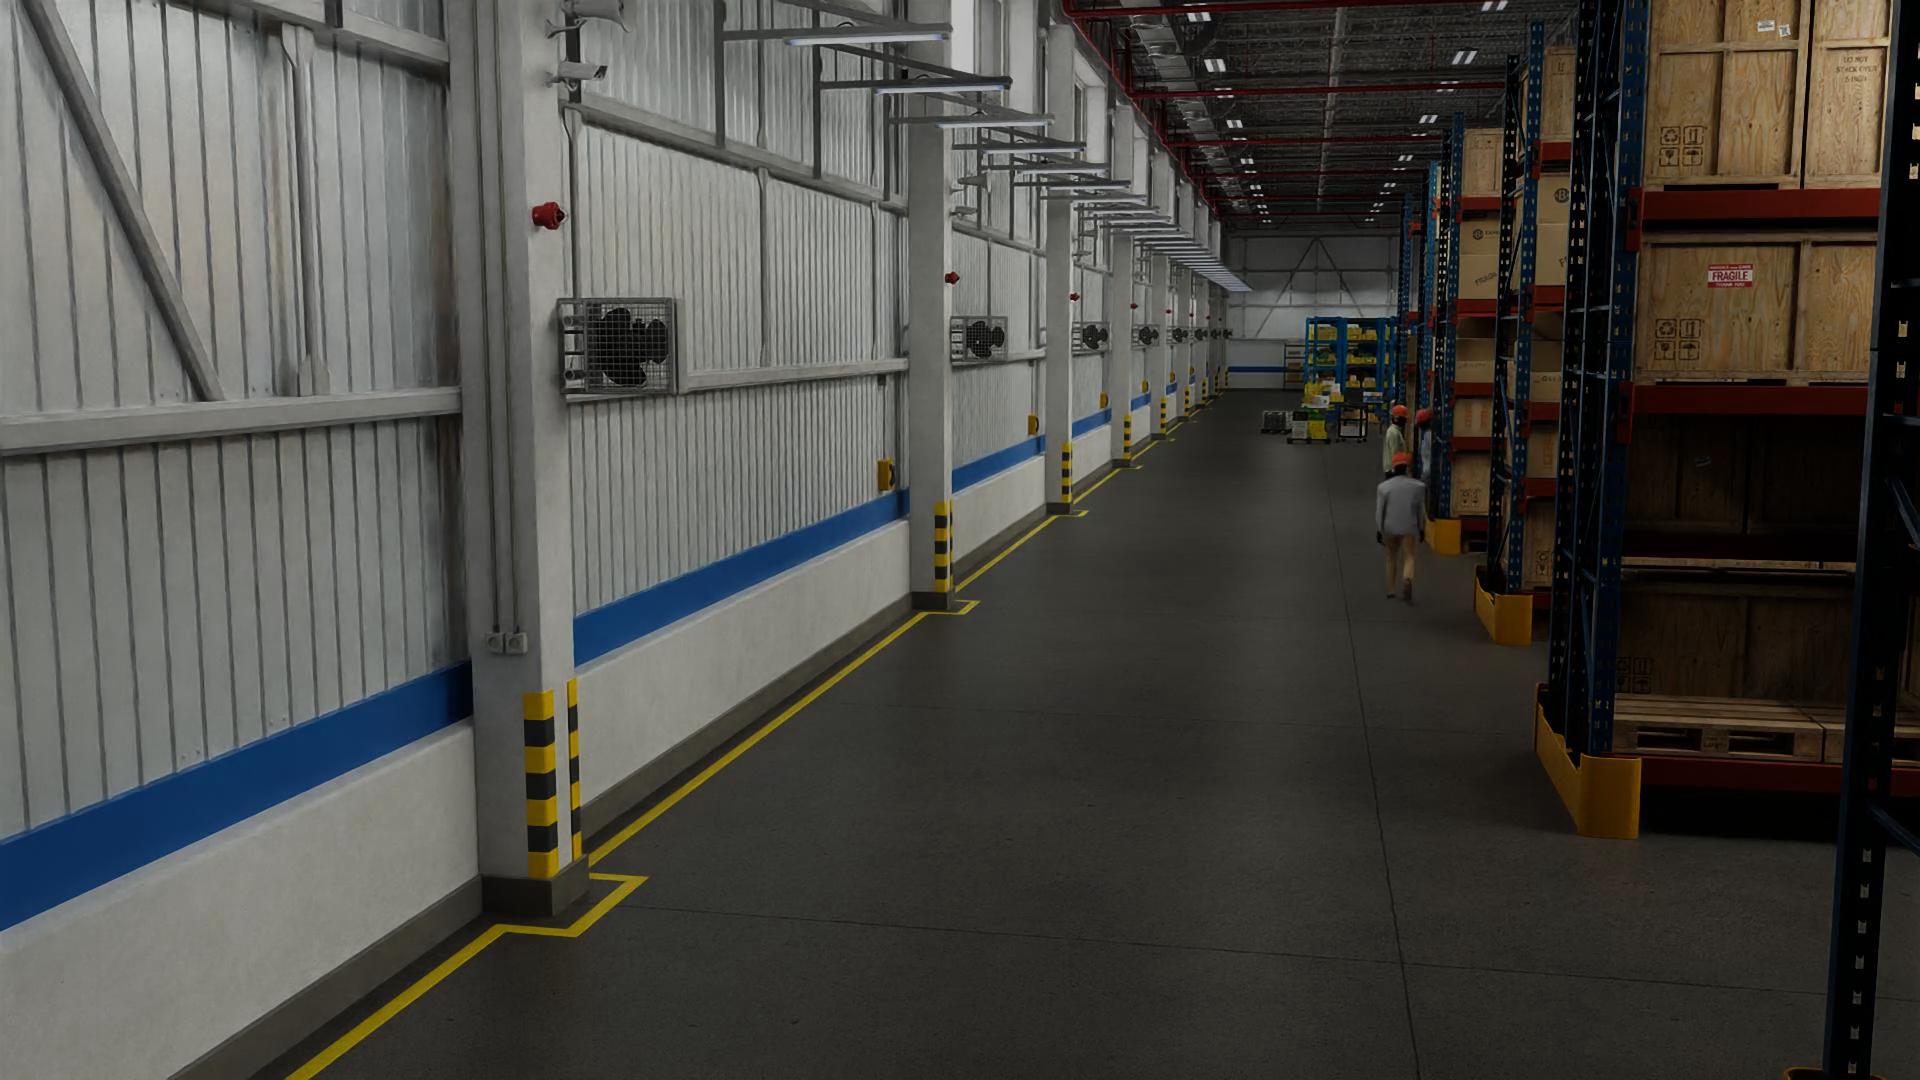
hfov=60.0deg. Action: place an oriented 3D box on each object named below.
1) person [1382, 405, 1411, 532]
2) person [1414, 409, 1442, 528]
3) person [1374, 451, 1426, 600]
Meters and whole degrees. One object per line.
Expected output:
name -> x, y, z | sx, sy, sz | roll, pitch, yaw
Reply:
person -> 6.706, -1.073, 25.569 | 0.401, 1.985, 0.640 | 1, 7, 11
person -> 7.333, -1.111, 26.236 | 0.855, 1.877, 0.567 | 3, 8, 26
person -> 5.067, -0.156, 19.159 | 0.581, 1.735, 0.471 | 2, 7, 13
